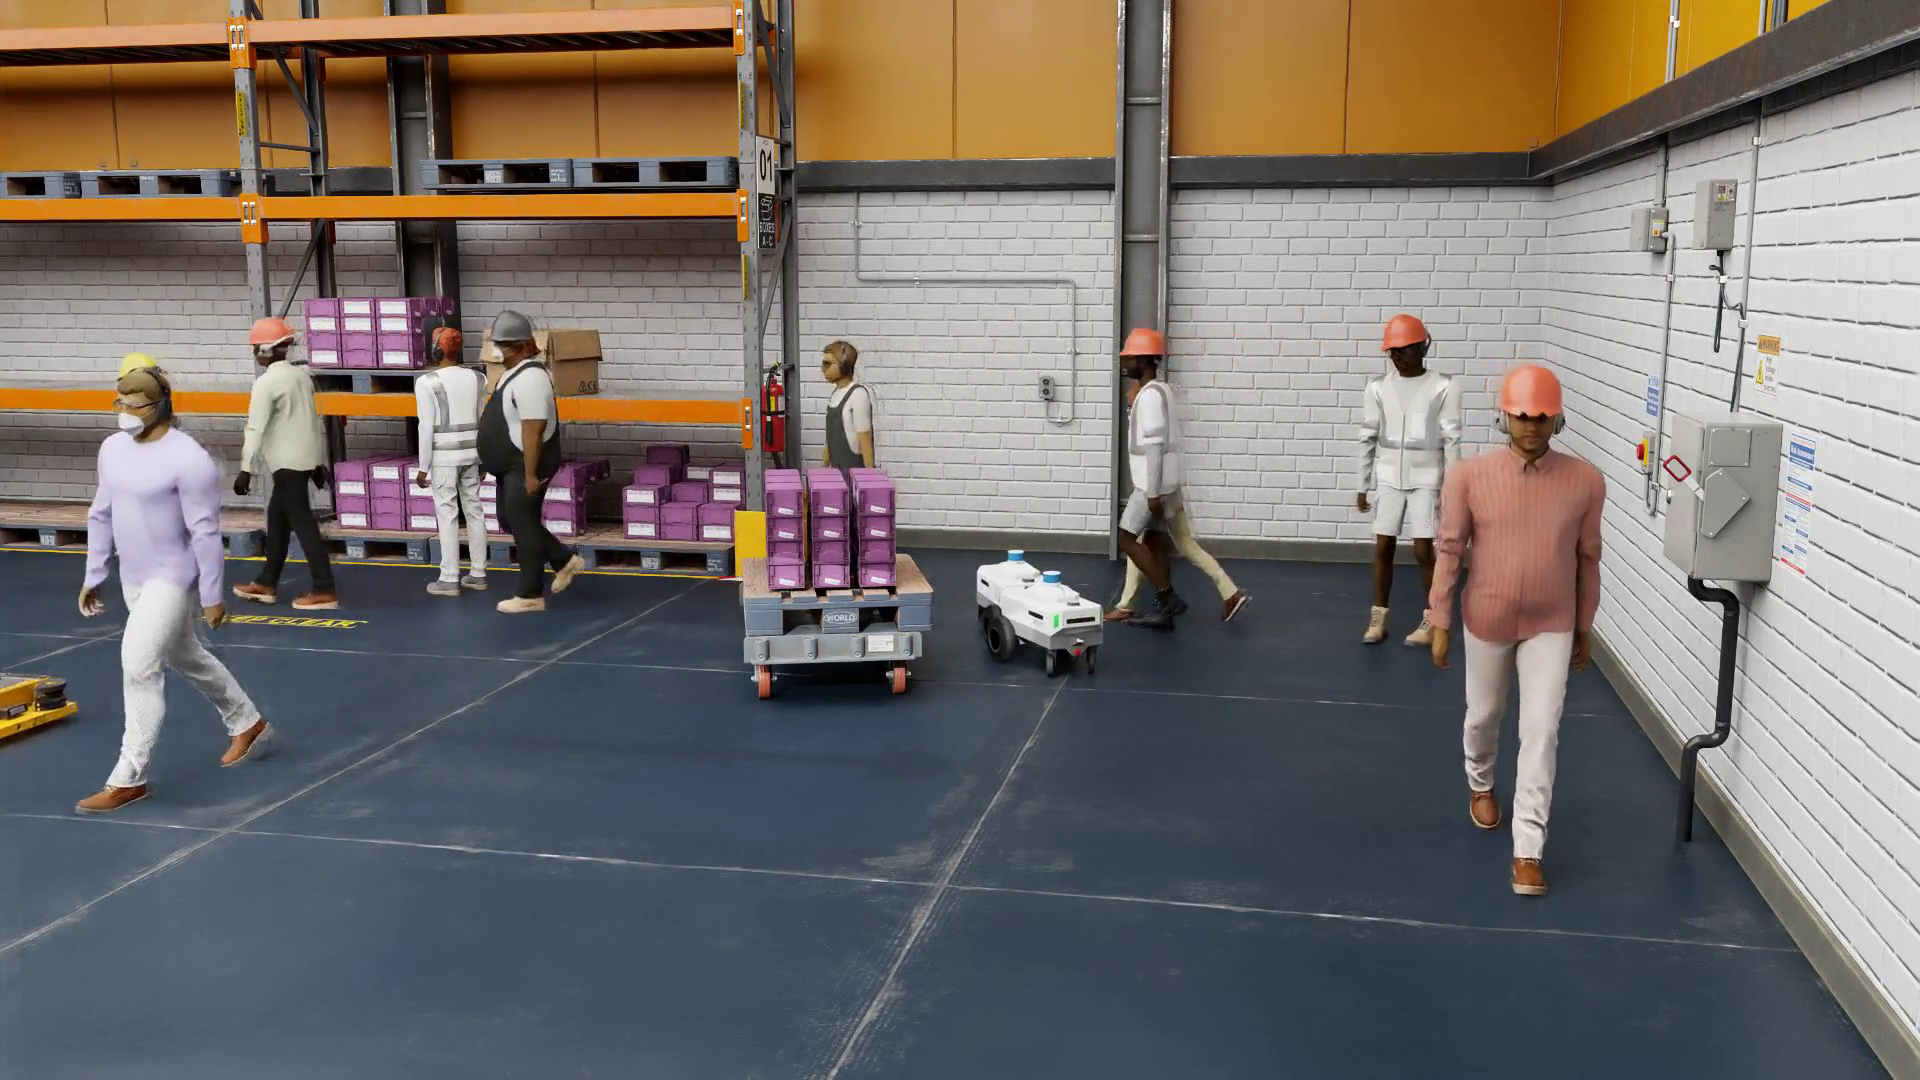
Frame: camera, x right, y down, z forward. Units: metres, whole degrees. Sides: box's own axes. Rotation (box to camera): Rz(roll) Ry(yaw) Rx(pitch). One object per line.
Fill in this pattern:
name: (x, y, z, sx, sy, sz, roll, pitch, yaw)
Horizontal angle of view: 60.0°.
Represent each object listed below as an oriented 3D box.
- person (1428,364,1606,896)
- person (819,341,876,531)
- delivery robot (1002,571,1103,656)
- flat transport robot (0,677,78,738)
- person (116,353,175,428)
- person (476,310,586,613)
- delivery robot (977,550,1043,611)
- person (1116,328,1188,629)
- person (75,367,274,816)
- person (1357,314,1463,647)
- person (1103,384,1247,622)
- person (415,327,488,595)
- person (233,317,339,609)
person: (2.147, 0.285, 6.468, 0.634, 1.956, 0.996, 2, 10, 12)
person: (-0.856, -0.392, 10.936, 0.868, 1.809, 0.548, -4, 10, -20)
delivery robot: (0.526, 0.423, 9.543, 0.477, 0.478, 0.707, -4, 10, -25)
flat transport robot: (-5.257, 0.817, 8.306, 1.431, 0.197, 0.652, 2, 10, 14)
person: (-5.272, -0.340, 10.823, 0.445, 1.743, 0.540, 0, 9, 0)
person: (-2.902, -0.531, 11.109, 0.621, 2.000, 0.694, -3, 10, -19)
delivery robot: (0.345, 0.306, 10.249, 0.477, 0.478, 0.707, -2, 10, -14)
person: (1.185, -0.369, 10.499, 0.435, 1.924, 0.555, 3, 10, 17)
person: (-3.466, 0.174, 7.334, 0.638, 1.899, 1.003, 6, 11, 31)
person: (2.714, -0.351, 10.092, 0.626, 2.027, 0.400, 7, 11, 35)
person: (1.388, -0.229, 10.709, 0.928, 1.574, 0.516, 3, 10, 15)
person: (-3.568, -0.553, 11.712, 0.353, 1.884, 0.578, 7, 12, 36)
person: (-4.624, -0.502, 11.164, 0.913, 1.951, 0.636, 0, 9, 2)
